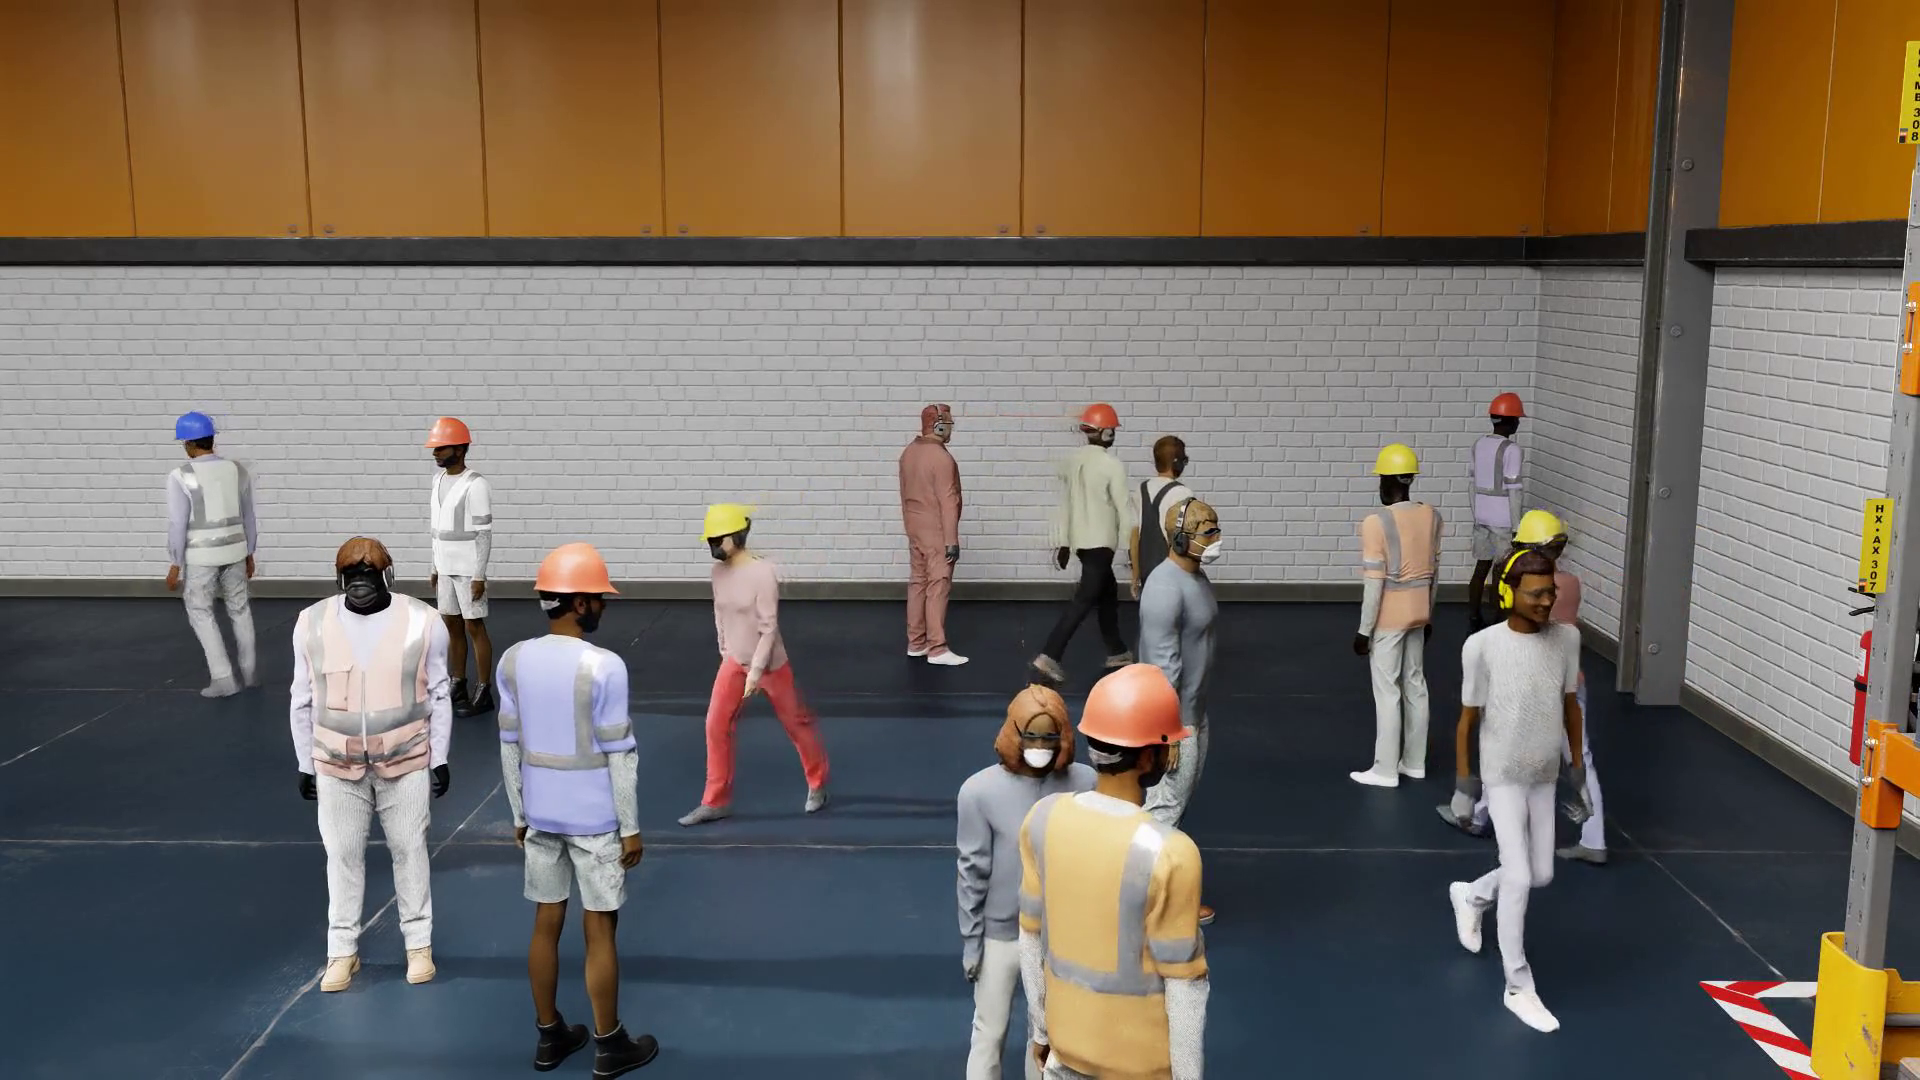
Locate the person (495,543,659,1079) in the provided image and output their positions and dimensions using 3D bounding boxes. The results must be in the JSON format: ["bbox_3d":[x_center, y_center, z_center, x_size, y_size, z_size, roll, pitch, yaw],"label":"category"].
[{"bbox_3d":[-1.373,0.973,5.973,0.543,1.932,0.376,4,10,24],"label":"person"}]

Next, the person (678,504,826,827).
[{"bbox_3d":[-1.061,0.632,8.742,0.548,1.700,0.824,7,12,37],"label":"person"}]

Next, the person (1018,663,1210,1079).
[{"bbox_3d":[0.410,1.263,4.220,0.551,1.934,0.373,9,13,44],"label":"person"}]

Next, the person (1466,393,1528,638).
[{"bbox_3d":[4.137,-0.161,12.748,0.363,1.934,0.552,-3,10,-20],"label":"person"}]

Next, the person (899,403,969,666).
[{"bbox_3d":[-0.176,-0.044,12.138,0.403,1.906,0.652,-6,11,-30],"label":"person"}]

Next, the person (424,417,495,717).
[{"bbox_3d":[-3.246,0.174,10.740,0.543,1.938,0.356,7,12,36],"label":"person"}]

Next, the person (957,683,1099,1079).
[{"bbox_3d":[0.224,1.244,5.236,0.501,1.633,0.289,-4,10,-23],"label":"person"}]

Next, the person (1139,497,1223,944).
[{"bbox_3d":[0.938,0.772,7.156,0.354,1.937,0.635,3,10,19],"label":"person"}]

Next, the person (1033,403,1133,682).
[{"bbox_3d":[0.904,0.009,11.719,1.026,1.952,0.618,-5,11,-29],"label":"person"}]

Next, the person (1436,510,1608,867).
[{"bbox_3d":[2.843,0.708,8.194,0.515,1.709,0.894,-7,12,-36],"label":"person"}]

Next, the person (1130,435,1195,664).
[{"bbox_3d":[1.314,0.240,10.665,0.355,1.844,0.514,-8,13,-41],"label":"person"}]

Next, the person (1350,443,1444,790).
[{"bbox_3d":[2.418,0.423,9.278,0.594,1.924,0.382,-7,11,-34],"label":"person"}]

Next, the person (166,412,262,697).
[{"bbox_3d":[-5.003,0.104,11.254,0.447,1.923,0.734,6,11,33],"label":"person"}]

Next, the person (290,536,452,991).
[{"bbox_3d":[-2.367,0.894,6.714,0.619,1.845,0.430,-2,10,-13],"label":"person"}]

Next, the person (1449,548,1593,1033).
[{"bbox_3d":[2.177,0.919,6.556,0.535,1.851,0.745,-3,10,-16],"label":"person"}]
